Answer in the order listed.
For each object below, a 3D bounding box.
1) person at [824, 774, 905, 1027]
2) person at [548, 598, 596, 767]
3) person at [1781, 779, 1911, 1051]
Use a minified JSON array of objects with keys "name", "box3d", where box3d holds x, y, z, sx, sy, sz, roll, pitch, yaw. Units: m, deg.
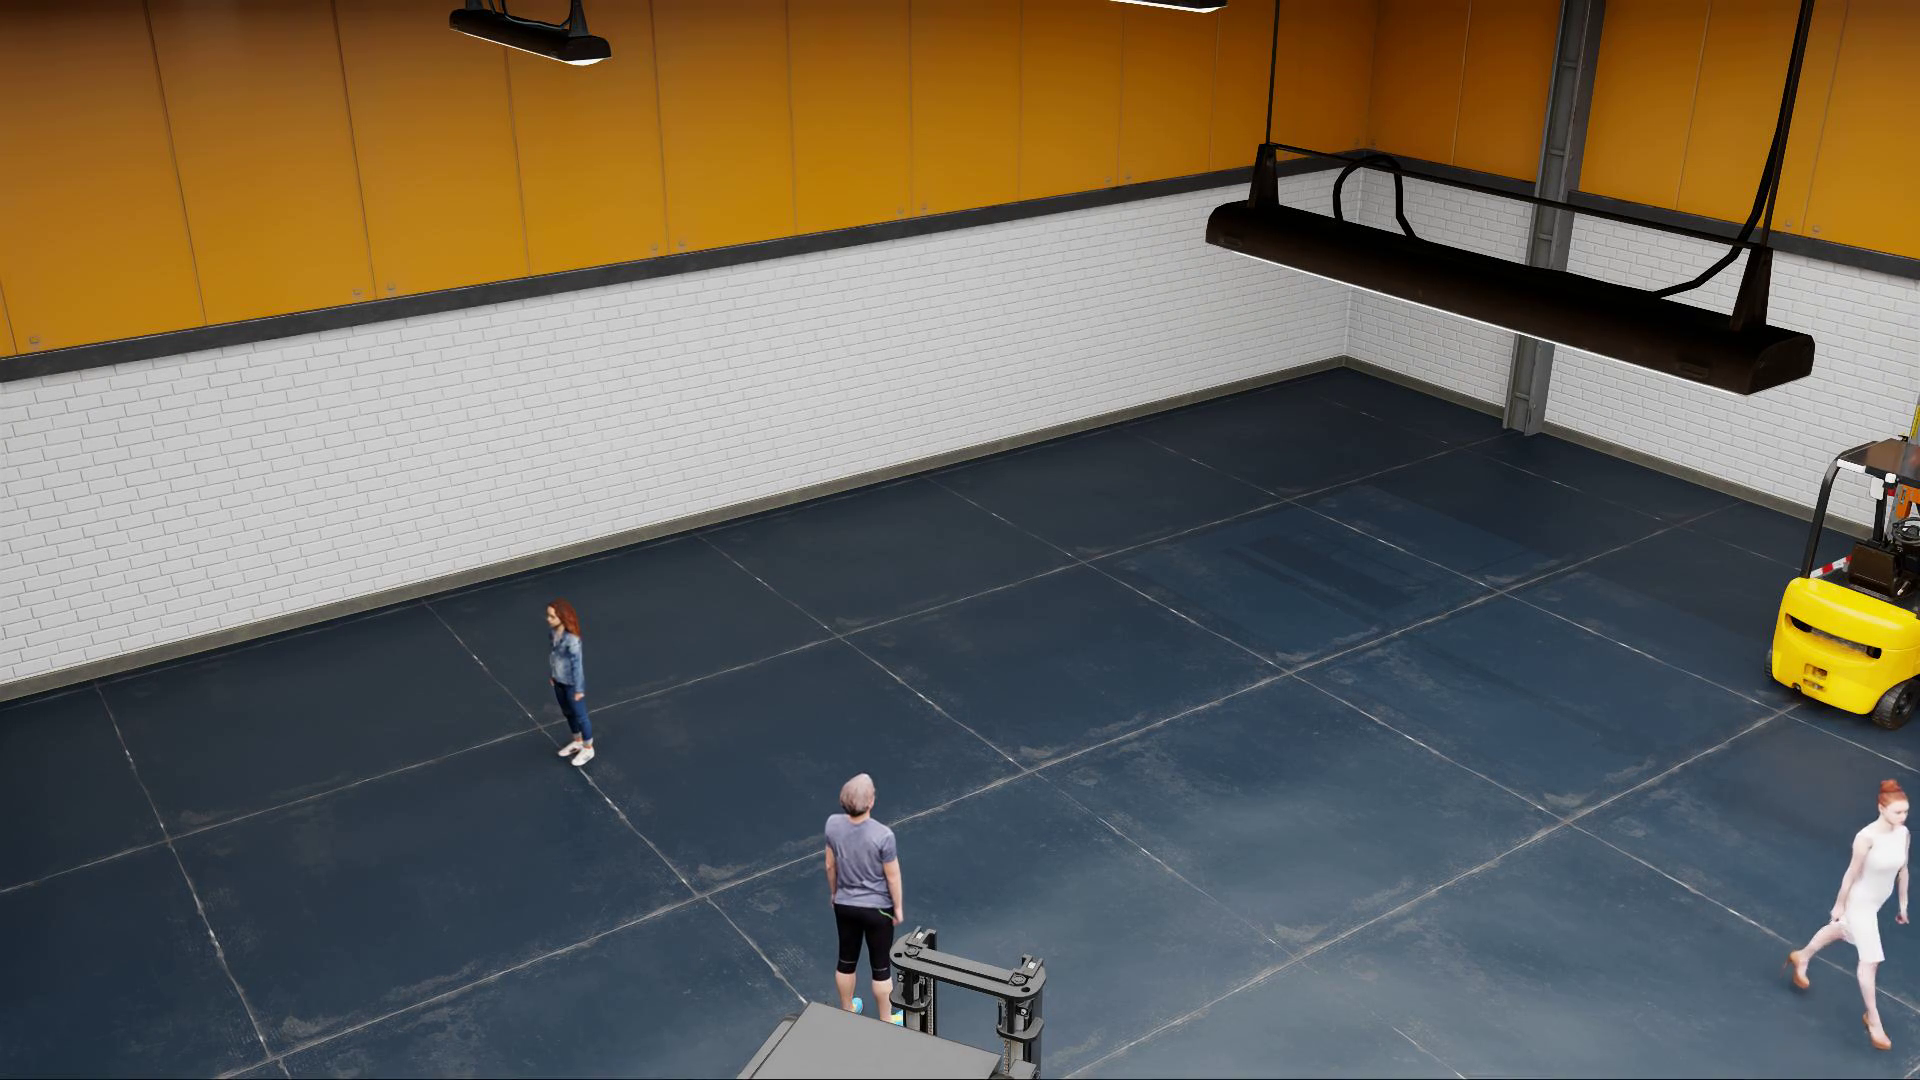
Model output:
[{"name":"person","box3d":[-0.600,2.295,10.409,0.708,1.888,0.816,10,25,21]},{"name":"person","box3d":[-3.181,1.138,13.574,0.636,1.472,0.461,-21,31,-39]},{"name":"person","box3d":[5.689,2.287,10.603,0.751,1.748,1.114,-9,25,-19]}]
